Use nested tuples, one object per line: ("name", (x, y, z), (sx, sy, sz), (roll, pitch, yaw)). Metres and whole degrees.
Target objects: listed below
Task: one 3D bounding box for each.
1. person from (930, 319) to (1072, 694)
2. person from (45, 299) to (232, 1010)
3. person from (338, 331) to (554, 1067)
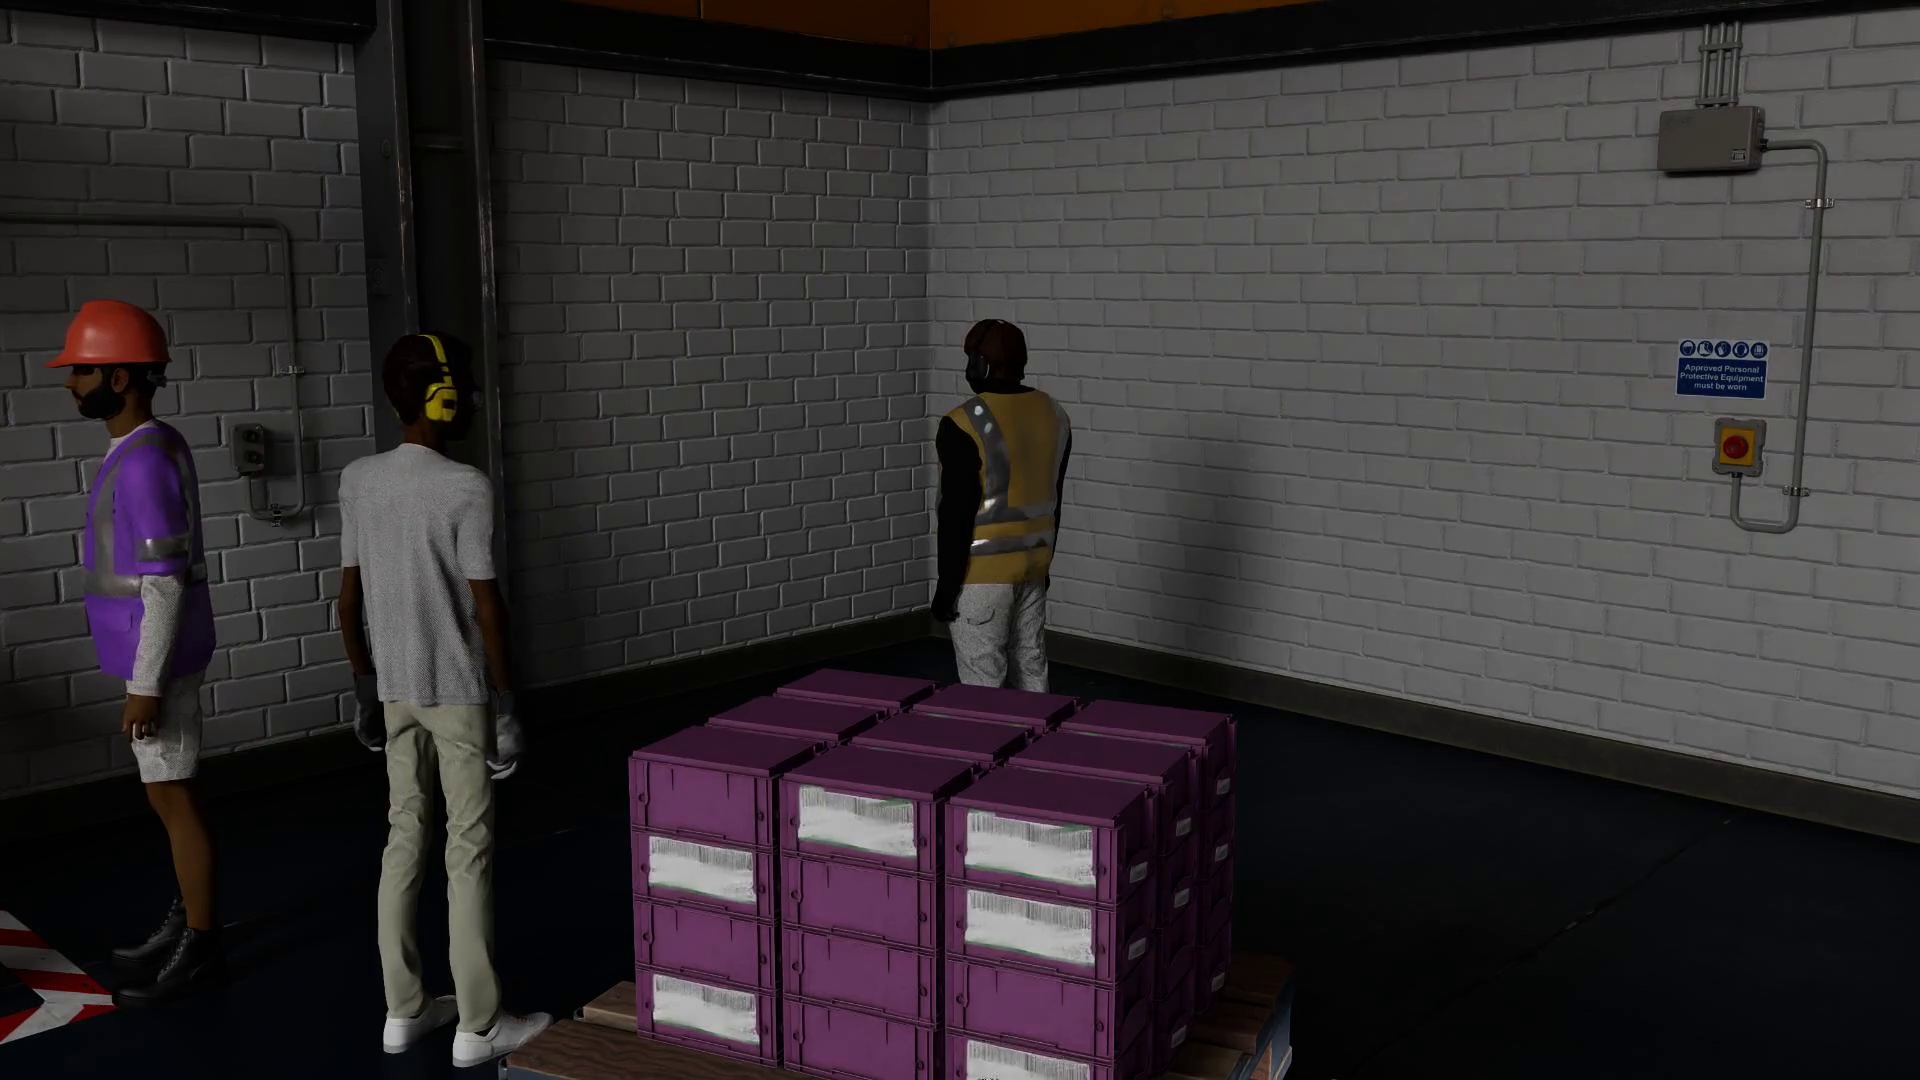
("person", (0.122, 0.116, 6.114), (0.429, 1.844, 0.627), (8, 12, 42))
("person", (-2.251, 0.315, 4.593), (0.362, 1.939, 0.542), (-4, 10, -25))
("person", (-1.329, 0.407, 4.250), (0.535, 1.865, 0.312), (4, 10, 24))
